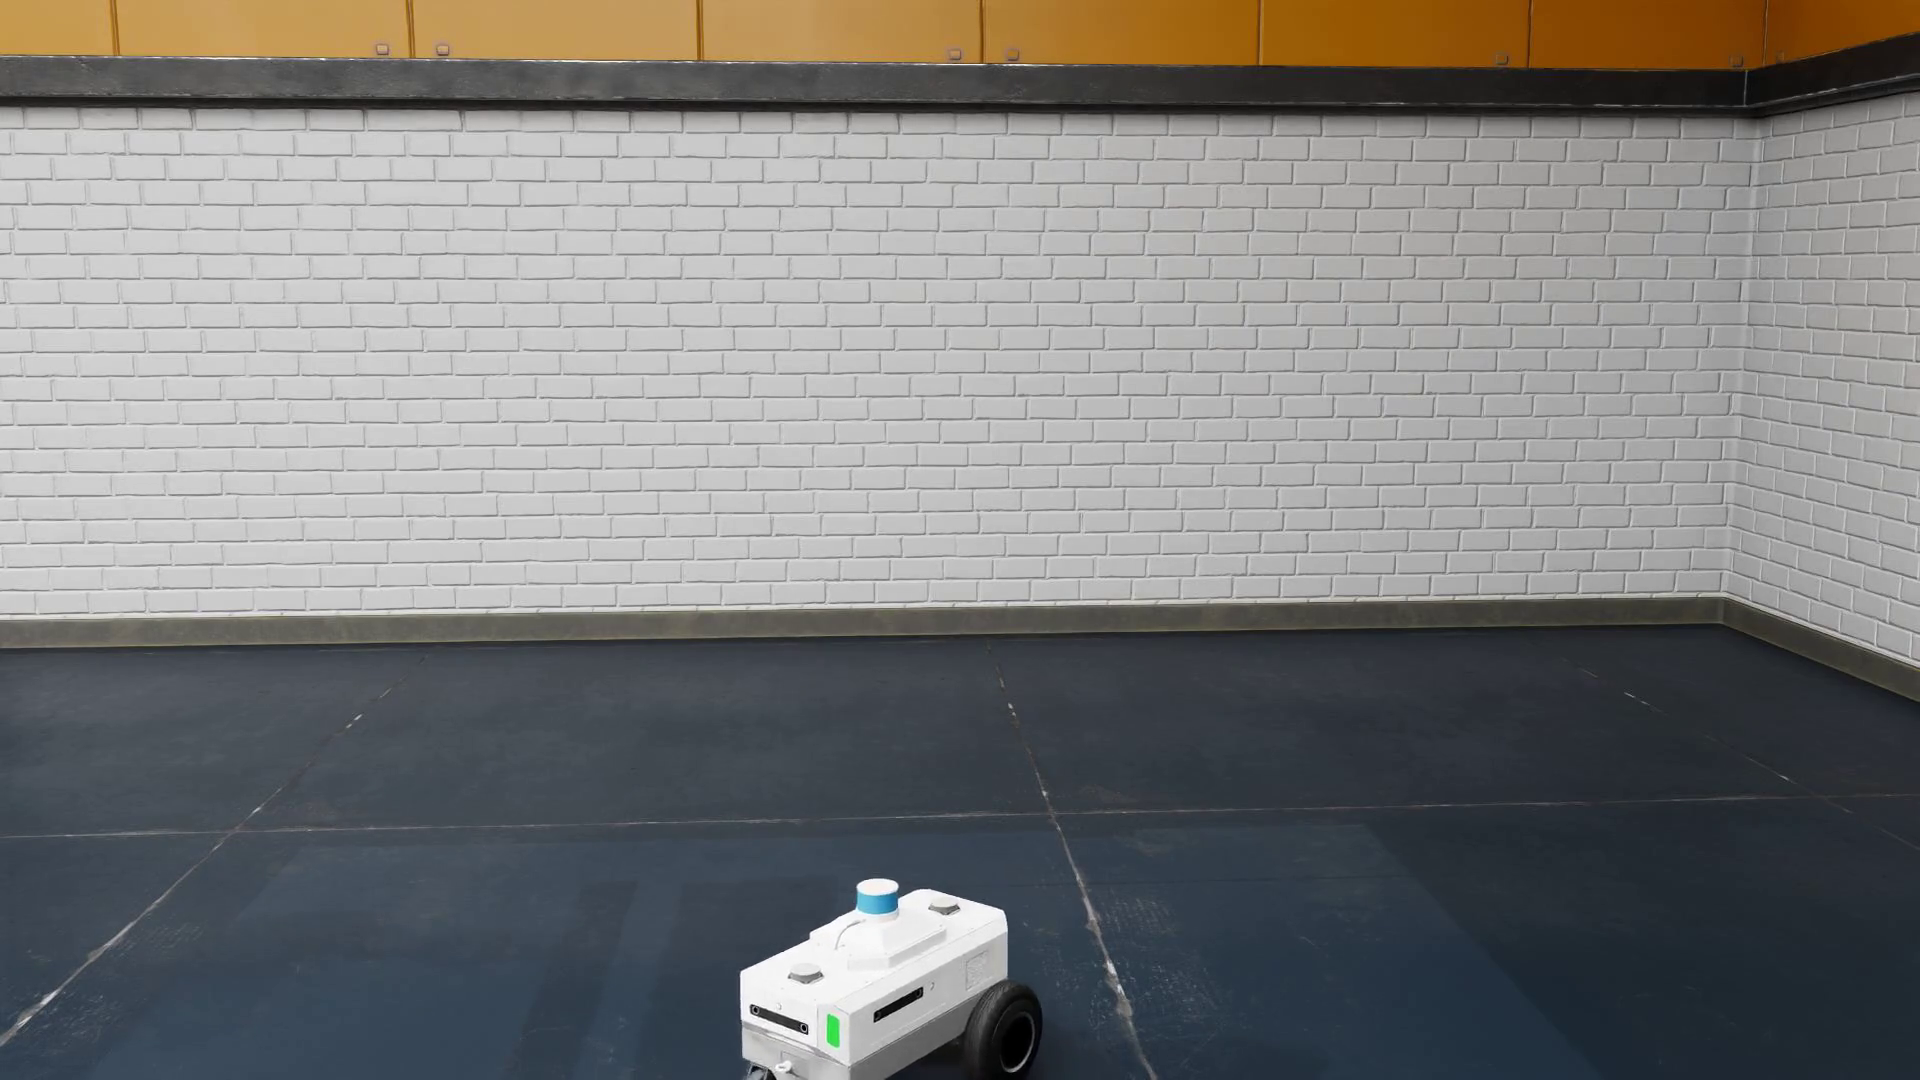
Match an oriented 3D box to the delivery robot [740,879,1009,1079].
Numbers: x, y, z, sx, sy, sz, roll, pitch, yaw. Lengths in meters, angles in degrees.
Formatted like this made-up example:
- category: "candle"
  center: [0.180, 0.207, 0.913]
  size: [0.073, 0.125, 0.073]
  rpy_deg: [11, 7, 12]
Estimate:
- category: "delivery robot"
  center: [-0.198, 1.066, 4.023]
  size: [0.477, 0.478, 0.707]
  rpy_deg: [7, 11, 37]
